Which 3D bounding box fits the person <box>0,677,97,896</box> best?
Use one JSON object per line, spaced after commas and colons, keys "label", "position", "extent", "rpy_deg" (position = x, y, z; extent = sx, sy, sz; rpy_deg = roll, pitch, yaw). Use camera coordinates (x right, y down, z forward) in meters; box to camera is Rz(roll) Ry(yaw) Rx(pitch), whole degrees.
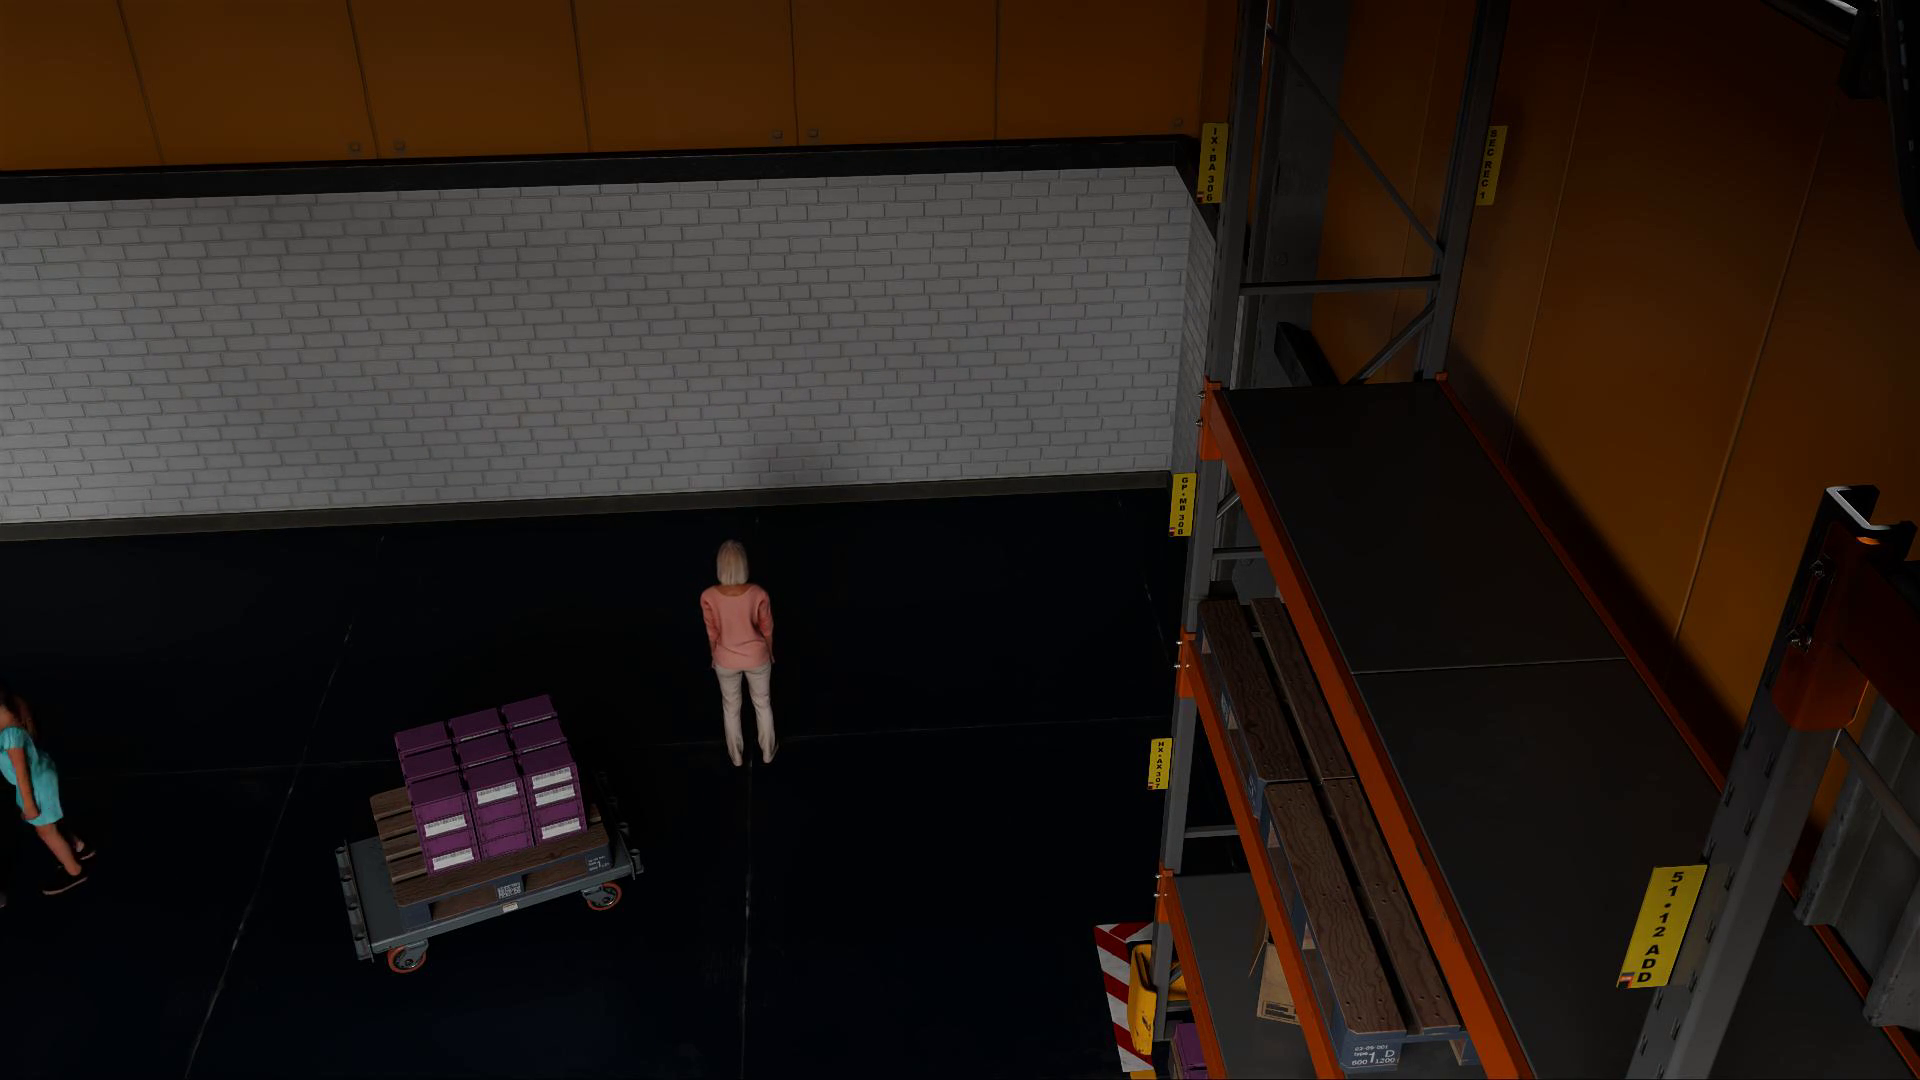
{"label": "person", "position": [-5.425, 1.410, 9.831], "extent": [0.694, 1.553, 0.573], "rpy_deg": [-15, 36, -21]}

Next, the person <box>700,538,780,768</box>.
{"label": "person", "position": [-1.405, 0.733, 10.695], "extent": [0.599, 1.725, 0.518], "rpy_deg": [-4, 34, -6]}
